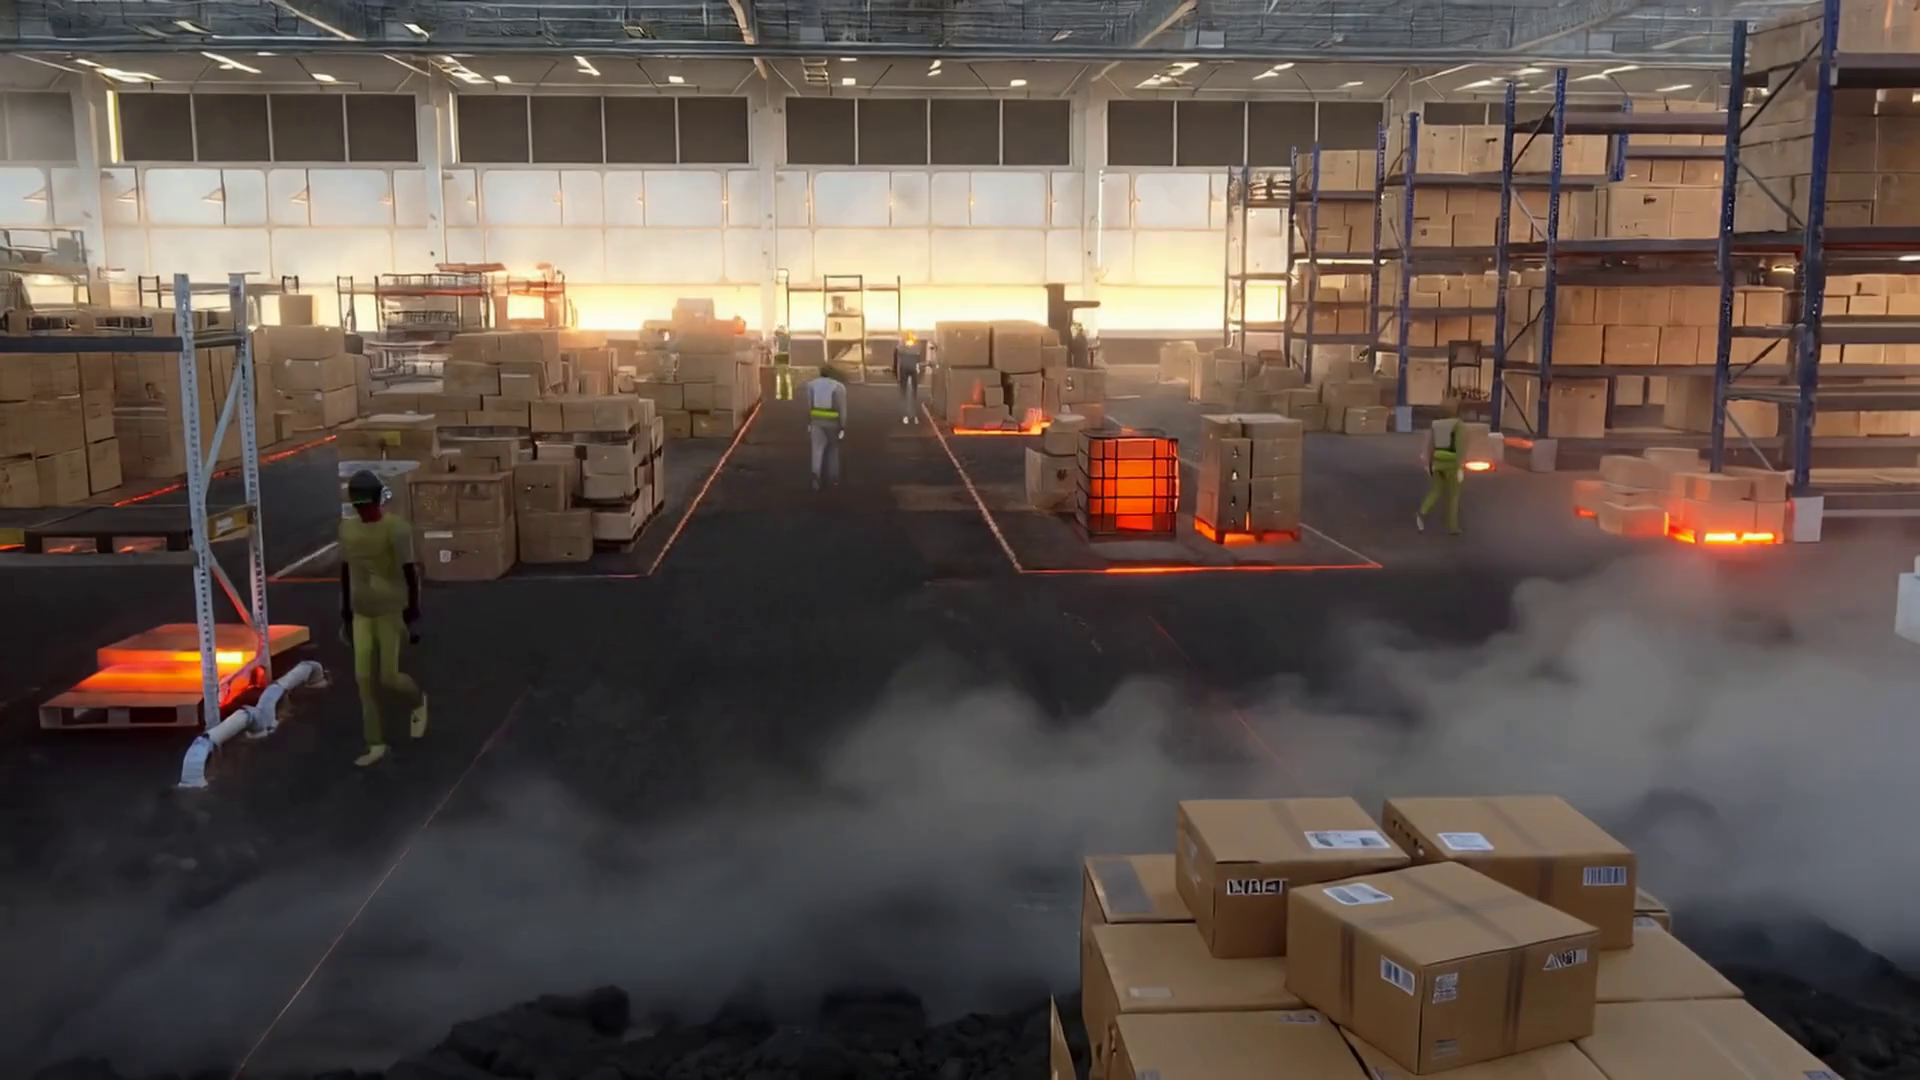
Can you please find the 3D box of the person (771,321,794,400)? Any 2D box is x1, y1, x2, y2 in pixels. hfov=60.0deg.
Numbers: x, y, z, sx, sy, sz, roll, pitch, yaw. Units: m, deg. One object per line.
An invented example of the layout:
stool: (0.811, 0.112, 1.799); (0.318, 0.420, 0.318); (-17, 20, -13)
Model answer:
person: (-4.320, -4.370, 40.552); (0.578, 1.902, 0.867); (-4, 10, -22)

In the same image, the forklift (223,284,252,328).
forklift: (-16.493, -4.479, 38.154); (1.873, 2.768, 1.129); (-2, 9, -10)

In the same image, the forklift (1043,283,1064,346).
forklift: (2.269, -4.771, 39.987); (1.873, 2.768, 1.129); (2, 9, 11)

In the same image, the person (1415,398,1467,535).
person: (5.597, -0.840, 19.245); (0.562, 1.618, 0.531); (-6, 11, -33)

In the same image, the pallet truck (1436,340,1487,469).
pallet truck: (8.004, -2.170, 26.422); (0.823, 1.965, 1.885); (2, 9, 14)

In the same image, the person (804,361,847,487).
person: (-1.921, -1.645, 23.701); (0.630, 1.817, 0.772); (1, 9, 5)

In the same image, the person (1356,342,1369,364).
person: (8.432, -3.352, 35.024); (0.644, 1.616, 0.521); (-1, 9, -6)

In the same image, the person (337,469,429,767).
person: (-3.619, 0.454, 10.431); (0.520, 1.844, 0.639); (2, 9, 10)

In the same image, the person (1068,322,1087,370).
person: (2.846, -4.143, 39.004); (1.028, 1.941, 0.634); (6, 11, 31)

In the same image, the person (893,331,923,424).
person: (-1.040, -3.321, 33.999); (0.657, 1.880, 1.028); (-3, 9, -17)

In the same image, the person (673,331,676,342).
person: (-6.999, -4.327, 41.011); (0.878, 1.646, 0.544); (-4, 10, -24)
